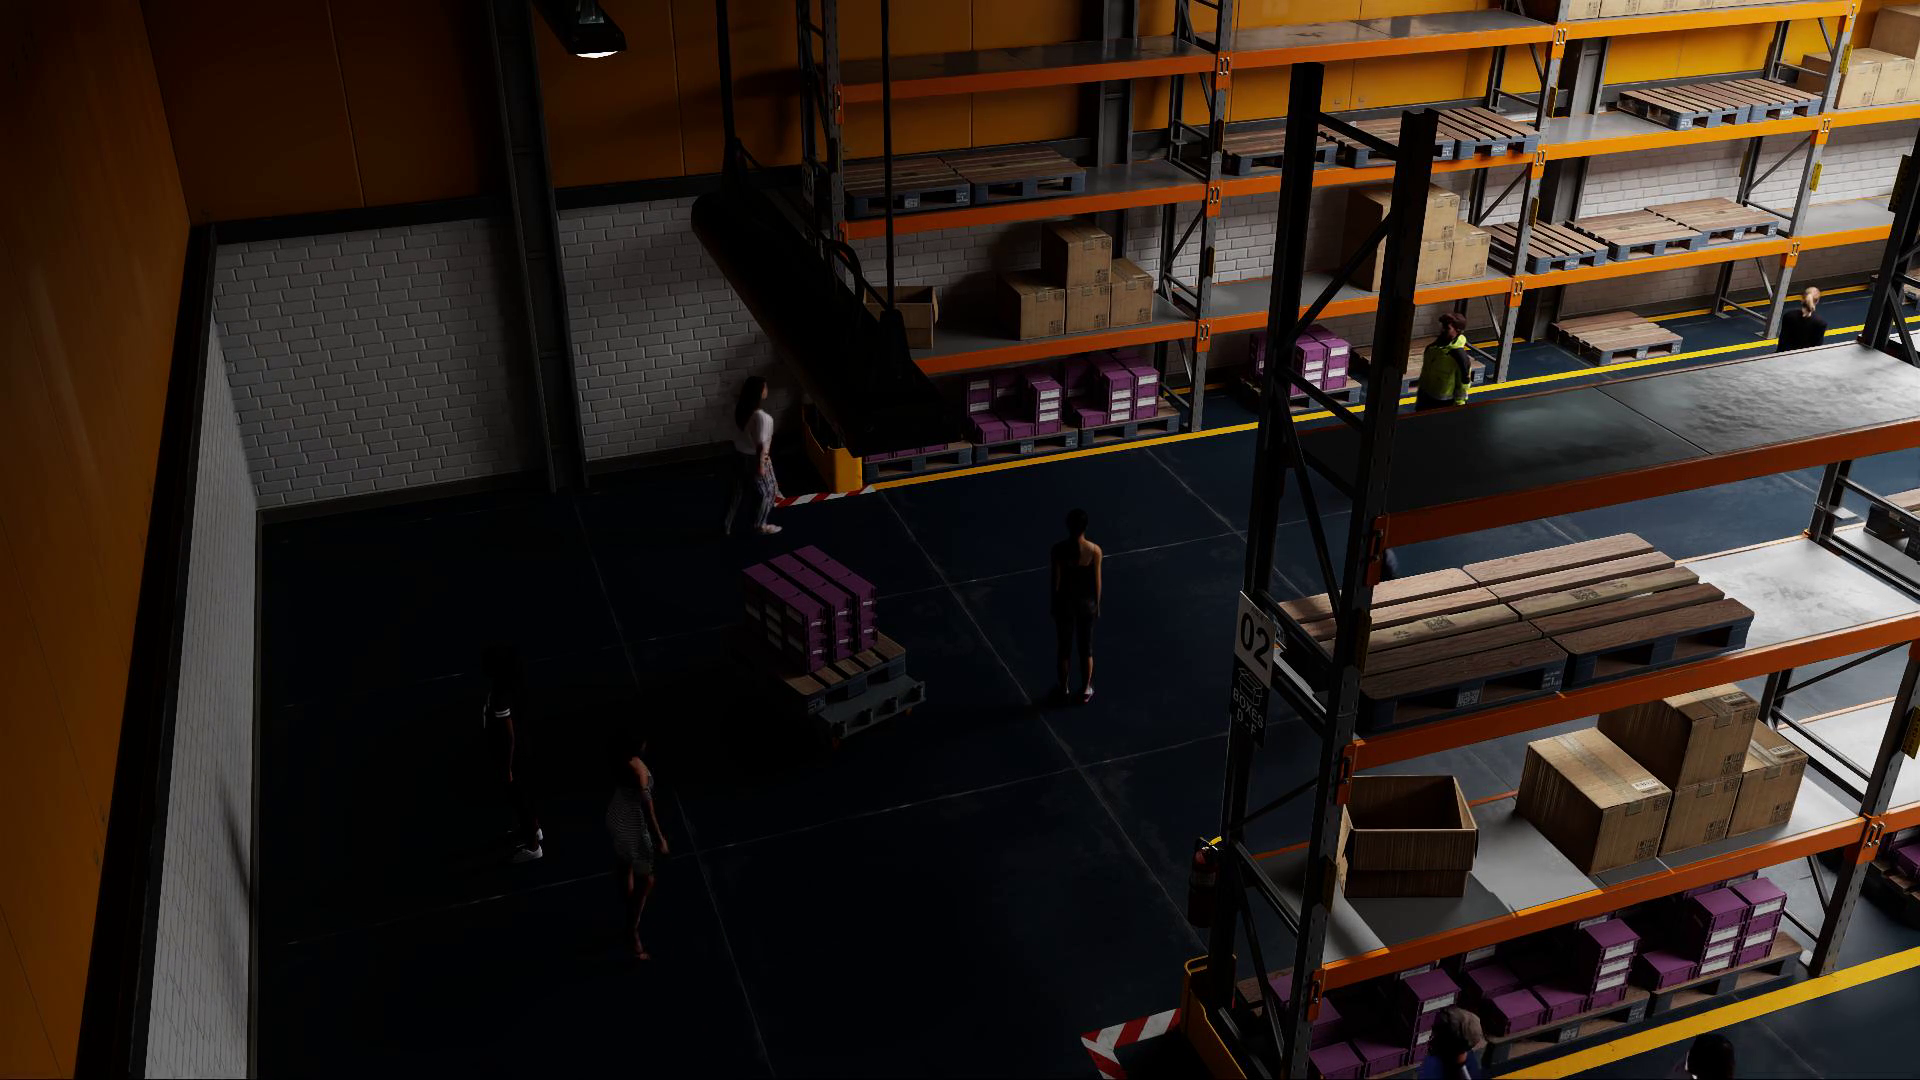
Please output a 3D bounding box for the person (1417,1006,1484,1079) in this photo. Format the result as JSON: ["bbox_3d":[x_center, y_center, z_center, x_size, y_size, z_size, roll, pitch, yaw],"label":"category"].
[{"bbox_3d":[2.531,3.079,8.596,0.836,1.824,0.724,-4,29,-7],"label":"person"}]

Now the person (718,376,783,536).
[{"bbox_3d":[-2.034,-0.778,15.848,0.893,1.651,0.853,-24,37,-37],"label":"person"}]

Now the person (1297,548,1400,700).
[{"bbox_3d":[3.344,0.564,13.249,1.000,1.783,0.696,-9,30,-16],"label":"person"}]

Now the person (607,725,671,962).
[{"bbox_3d":[-2.178,1.877,10.826,0.729,1.797,0.687,21,35,34],"label":"person"}]

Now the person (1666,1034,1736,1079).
[{"bbox_3d":[3.857,3.174,8.661,1.184,1.594,0.821,-2,29,-4],"label":"person"}]

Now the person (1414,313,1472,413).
[{"bbox_3d":[4.776,-1.328,16.509,0.676,1.983,0.794,-14,31,-23],"label":"person"}]

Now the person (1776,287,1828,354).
[{"bbox_3d":[8.952,-1.895,17.837,0.690,1.706,0.711,19,34,31],"label":"person"}]

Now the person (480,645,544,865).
[{"bbox_3d":[-3.142,1.478,11.631,0.626,1.729,0.659,-4,29,-7],"label":"person"}]

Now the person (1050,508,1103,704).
[{"bbox_3d":[0.923,0.532,13.364,0.593,1.729,0.702,2,29,4],"label":"person"}]
